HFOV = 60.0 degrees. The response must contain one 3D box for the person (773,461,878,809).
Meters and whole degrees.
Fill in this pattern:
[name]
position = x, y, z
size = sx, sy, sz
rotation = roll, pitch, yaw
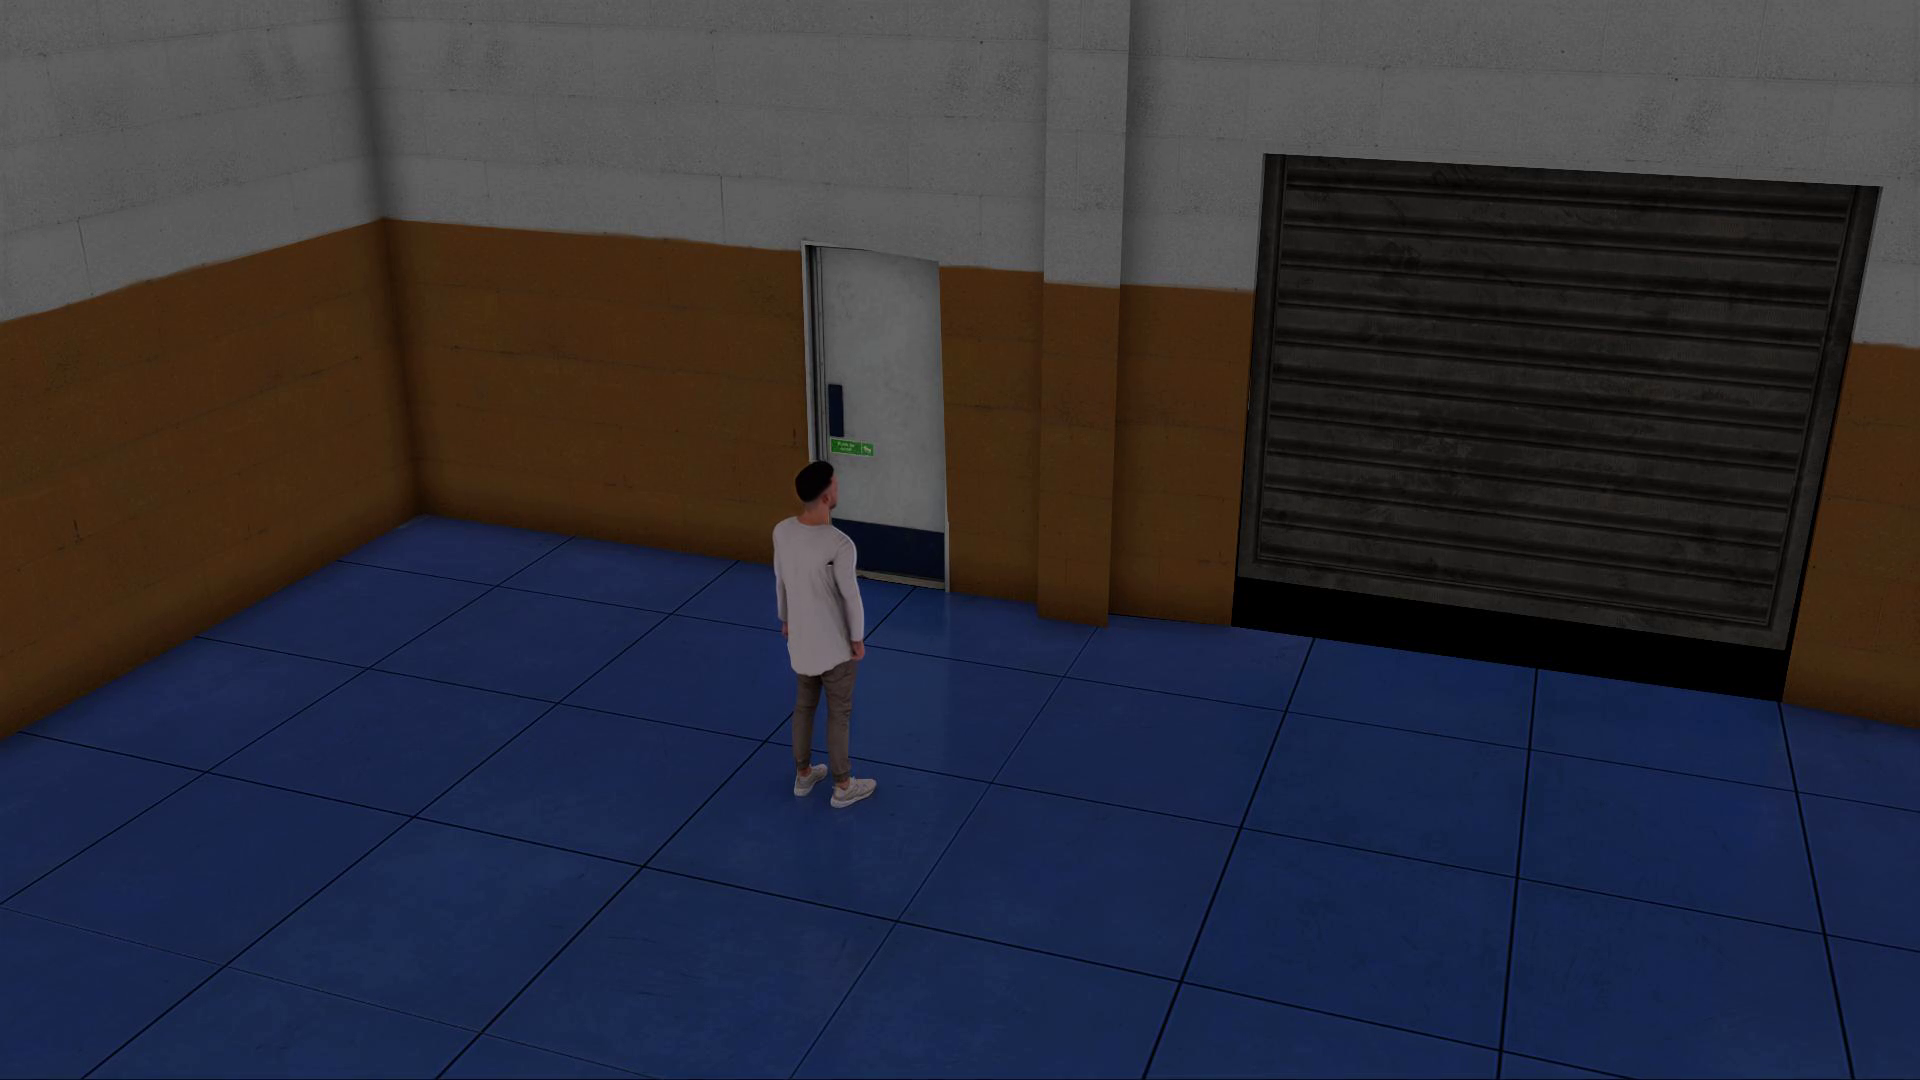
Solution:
[person]
position = -0.700, 0.467, 8.391
size = 0.579, 1.840, 0.784
rotation = 14, 26, 31
